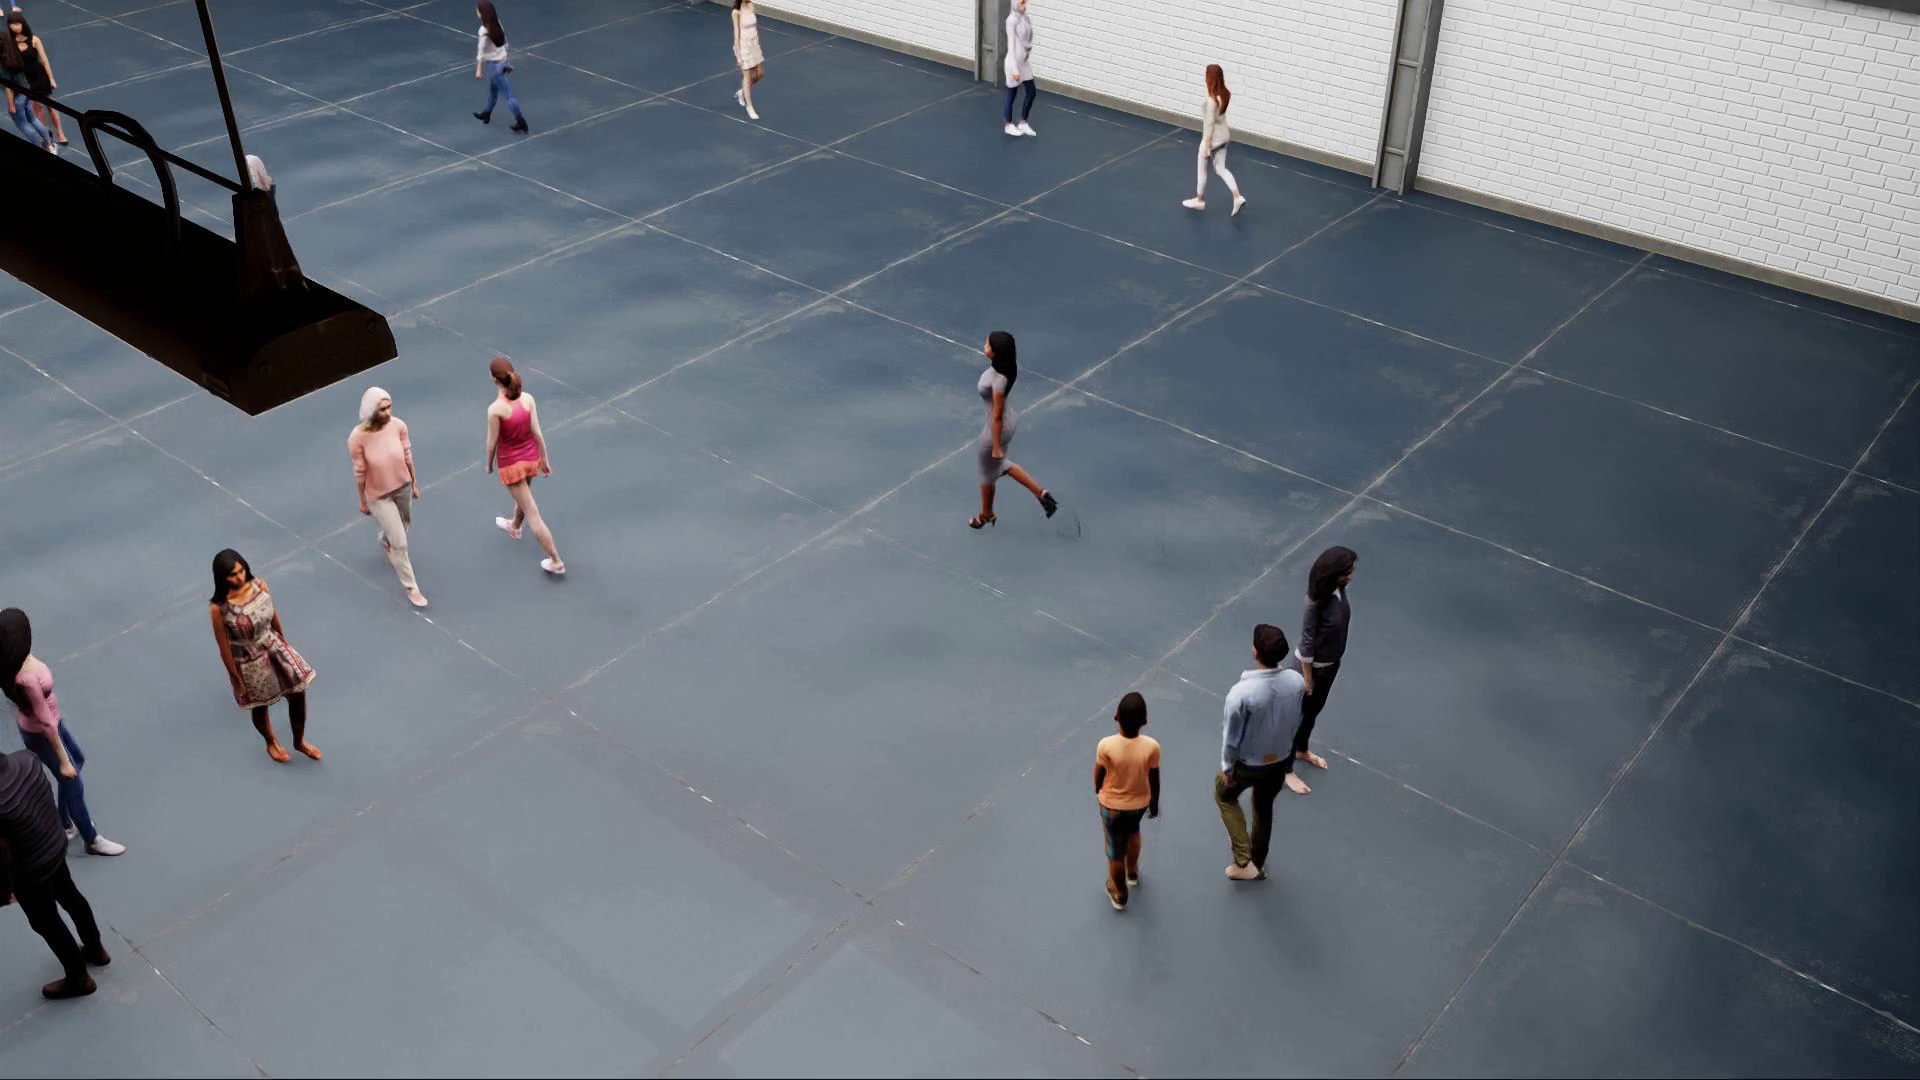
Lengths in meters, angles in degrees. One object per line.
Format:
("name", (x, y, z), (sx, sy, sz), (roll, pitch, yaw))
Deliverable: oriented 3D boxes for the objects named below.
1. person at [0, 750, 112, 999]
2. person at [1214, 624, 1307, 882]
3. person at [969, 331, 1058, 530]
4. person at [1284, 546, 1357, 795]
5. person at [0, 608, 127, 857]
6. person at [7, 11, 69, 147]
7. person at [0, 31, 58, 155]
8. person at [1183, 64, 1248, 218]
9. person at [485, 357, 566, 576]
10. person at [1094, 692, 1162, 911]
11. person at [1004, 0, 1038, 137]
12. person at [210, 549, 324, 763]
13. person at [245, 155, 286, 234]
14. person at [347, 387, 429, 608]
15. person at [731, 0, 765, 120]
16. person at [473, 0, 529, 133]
("person", (-4.981, 1.712, 8.935), (0.802, 1.838, 0.777), (1, 34, 2))
("person", (1.758, 1.305, 9.583), (0.835, 1.798, 0.876), (-11, 35, -15))
("person", (0.389, -0.802, 12.786), (1.033, 1.762, 0.848), (8, 34, 11))
("person", (2.227, 0.772, 10.419), (0.524, 1.761, 0.604), (22, 39, 29))
("person", (-5.451, 1.143, 9.880), (0.843, 1.739, 0.665), (-10, 35, -15))
("person", (-11.149, -5.563, 20.054), (0.687, 1.645, 0.747), (-5, 34, -7))
("person", (-11.101, -5.252, 19.632), (0.911, 1.593, 0.843), (2, 34, 3))
("person", (2.873, -4.350, 18.198), (0.984, 1.680, 0.593), (23, 40, 31))
("person", (-3.239, -0.504, 12.392), (1.132, 1.702, 0.554), (23, 40, 31))
("person", (0.955, 1.550, 9.533), (0.676, 1.445, 0.740), (-4, 34, -6))
("person", (0.633, -5.803, 20.311), (0.642, 1.760, 0.611), (24, 41, 32))
("person", (-4.530, 0.723, 10.608), (0.672, 1.632, 0.668), (22, 39, 29))
("person", (-6.498, -2.829, 15.860), (0.908, 1.735, 0.823), (2, 34, 3))
("person", (-4.235, -0.384, 12.222), (1.086, 1.690, 0.662), (29, 43, 36))
("person", (-2.736, -6.144, 20.856), (0.675, 1.724, 0.582), (23, 40, 31))
("person", (-5.602, -5.783, 20.432), (1.104, 1.593, 0.899), (8, 34, 12))
